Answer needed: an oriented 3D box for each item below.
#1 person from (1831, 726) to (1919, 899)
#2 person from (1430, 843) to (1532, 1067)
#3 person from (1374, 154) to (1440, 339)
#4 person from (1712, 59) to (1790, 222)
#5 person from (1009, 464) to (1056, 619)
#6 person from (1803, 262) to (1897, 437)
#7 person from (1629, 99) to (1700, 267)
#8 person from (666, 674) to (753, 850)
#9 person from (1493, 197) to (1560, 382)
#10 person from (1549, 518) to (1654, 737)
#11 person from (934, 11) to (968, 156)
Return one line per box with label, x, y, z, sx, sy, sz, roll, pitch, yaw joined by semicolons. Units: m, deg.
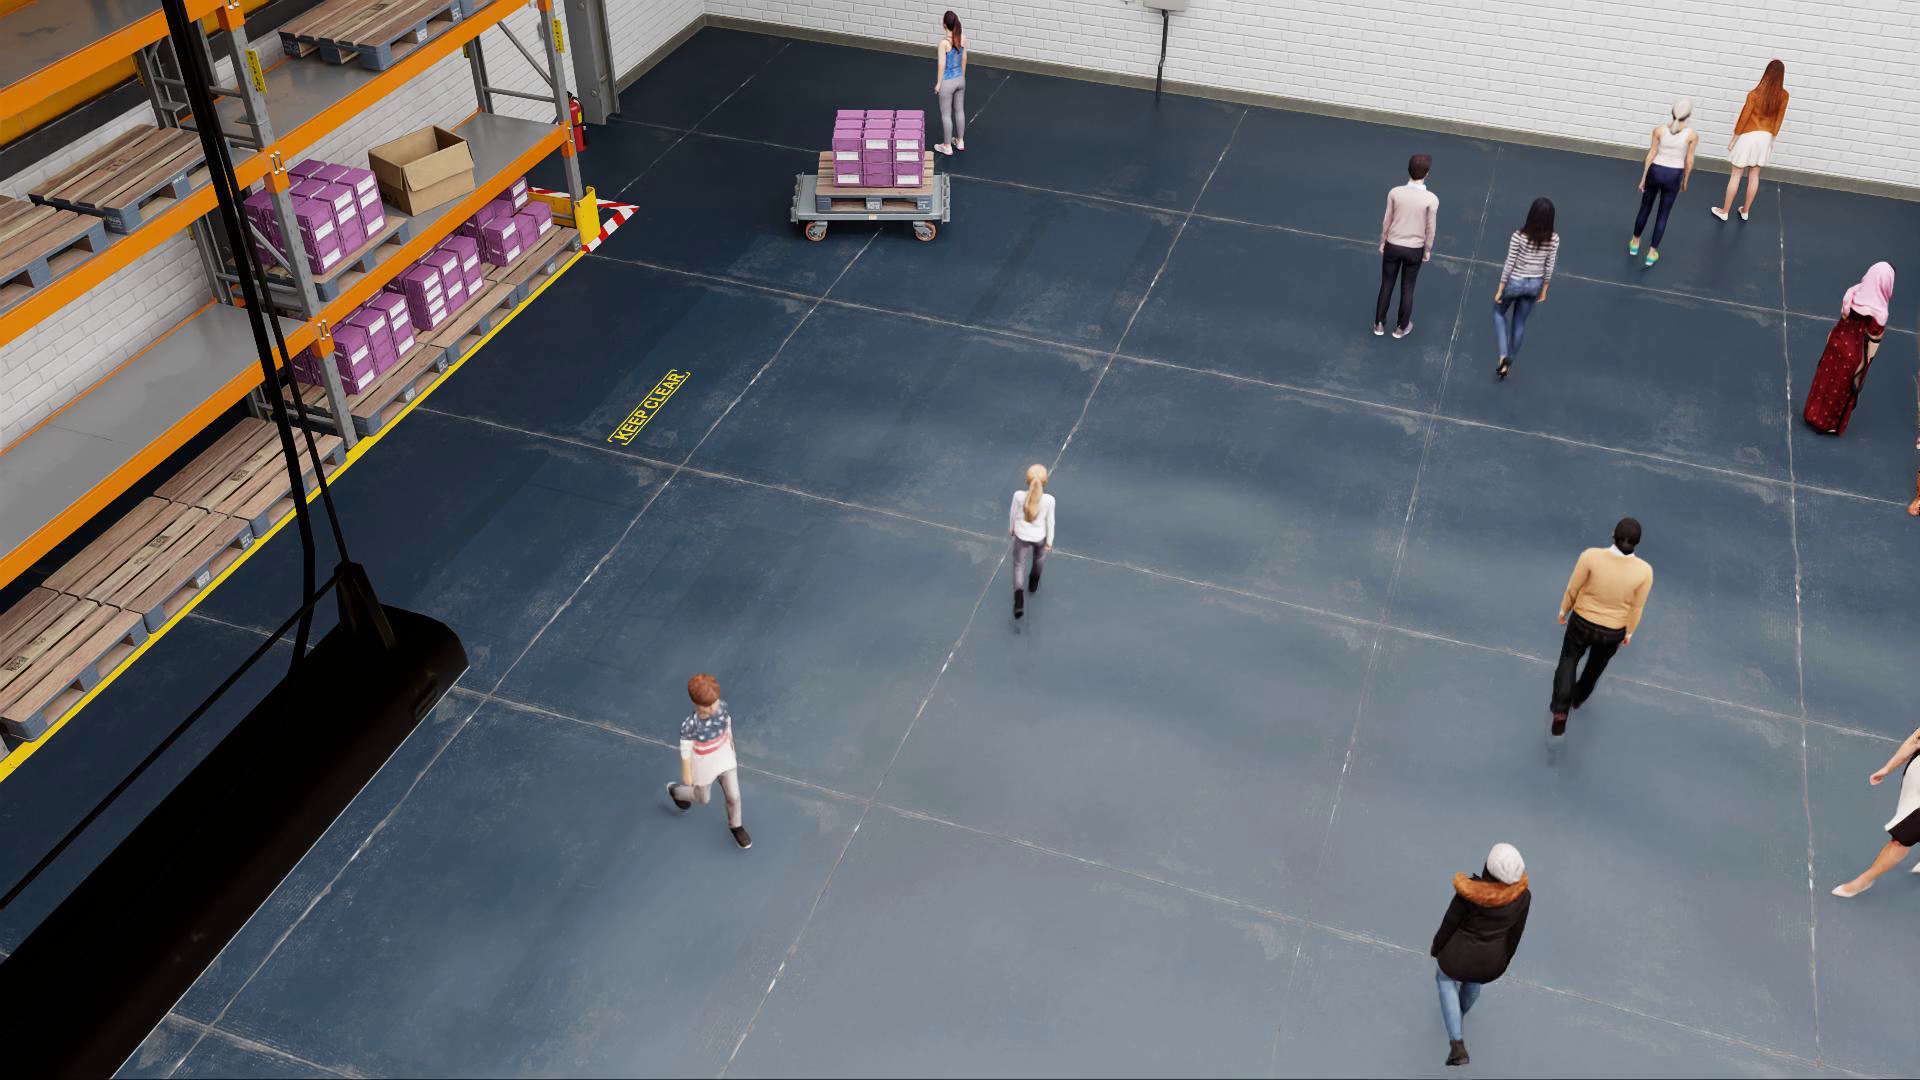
person;6.017;1.531;10.177;1.017;1.713;1.099;-6;39;-8
person;2.874;2.327;9.253;0.779;1.622;0.937;0;39;0
person;4.125;-2.726;15.432;0.642;1.807;0.548;16;41;19
person;8.249;-4.145;17.278;0.707;1.720;0.689;-1;39;-1
person;0.518;0.011;12.442;0.634;1.260;0.918;3;39;4
person;7.616;-1.649;14.222;0.824;1.634;0.728;-9;40;-11
person;7.012;-3.566;16.566;0.642;1.704;0.711;18;42;21
person;-1.645;1.359;10.627;0.845;1.419;0.902;30;47;32
person;4.994;-2.159;14.744;0.713;1.779;0.758;0;39;0
person;4.333;0.607;11.316;0.695;1.735;1.031;16;41;19
person;-0.104;-5.113;18.579;0.615;1.609;0.716;-29;47;-31
